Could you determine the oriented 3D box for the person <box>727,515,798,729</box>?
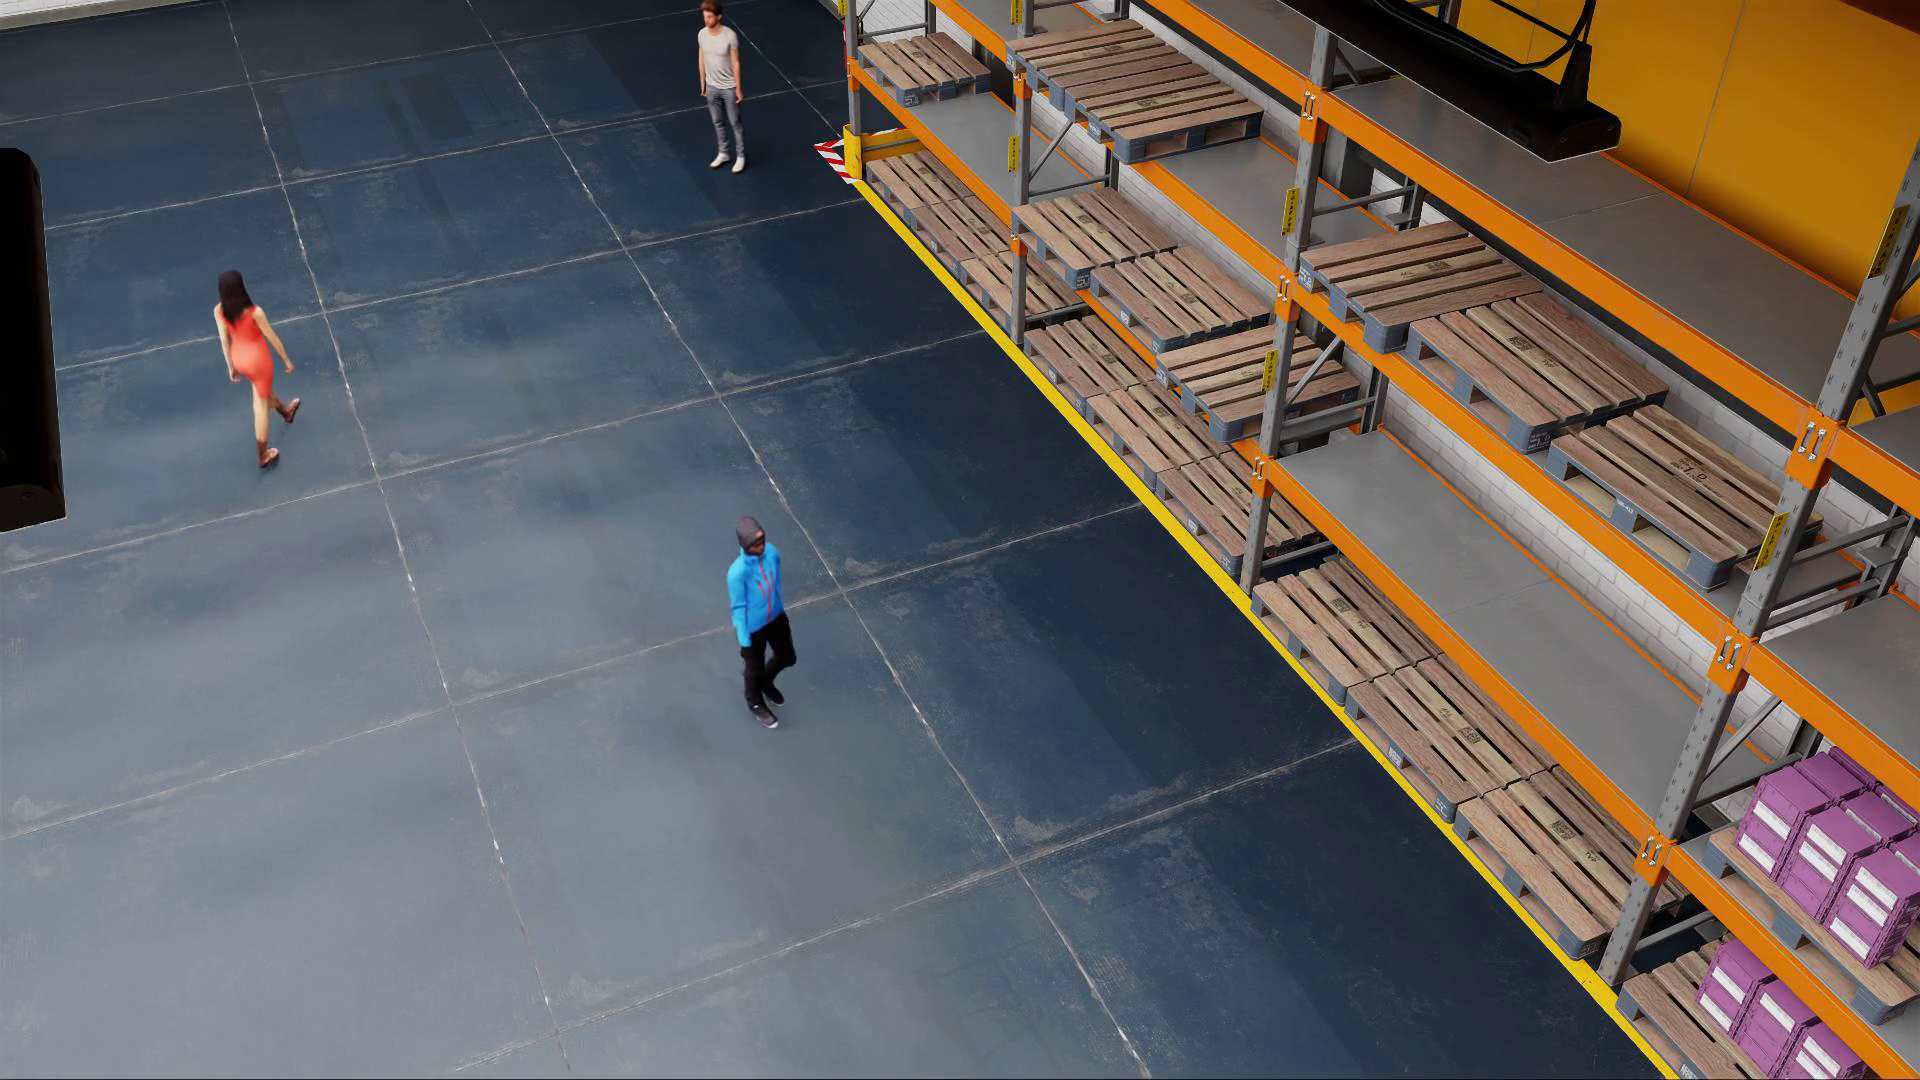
[{"bbox_3d":[-1.428,0.519,11.283,0.772,1.782,0.748,26,46,29],"label":"person"}]

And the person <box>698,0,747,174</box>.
[{"bbox_3d":[-2.567,-4.938,18.030,0.741,1.889,0.804,13,41,16],"label":"person"}]

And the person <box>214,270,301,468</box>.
[{"bbox_3d":[-5.866,-1.382,13.760,1.004,1.662,1.196,5,39,6],"label":"person"}]
